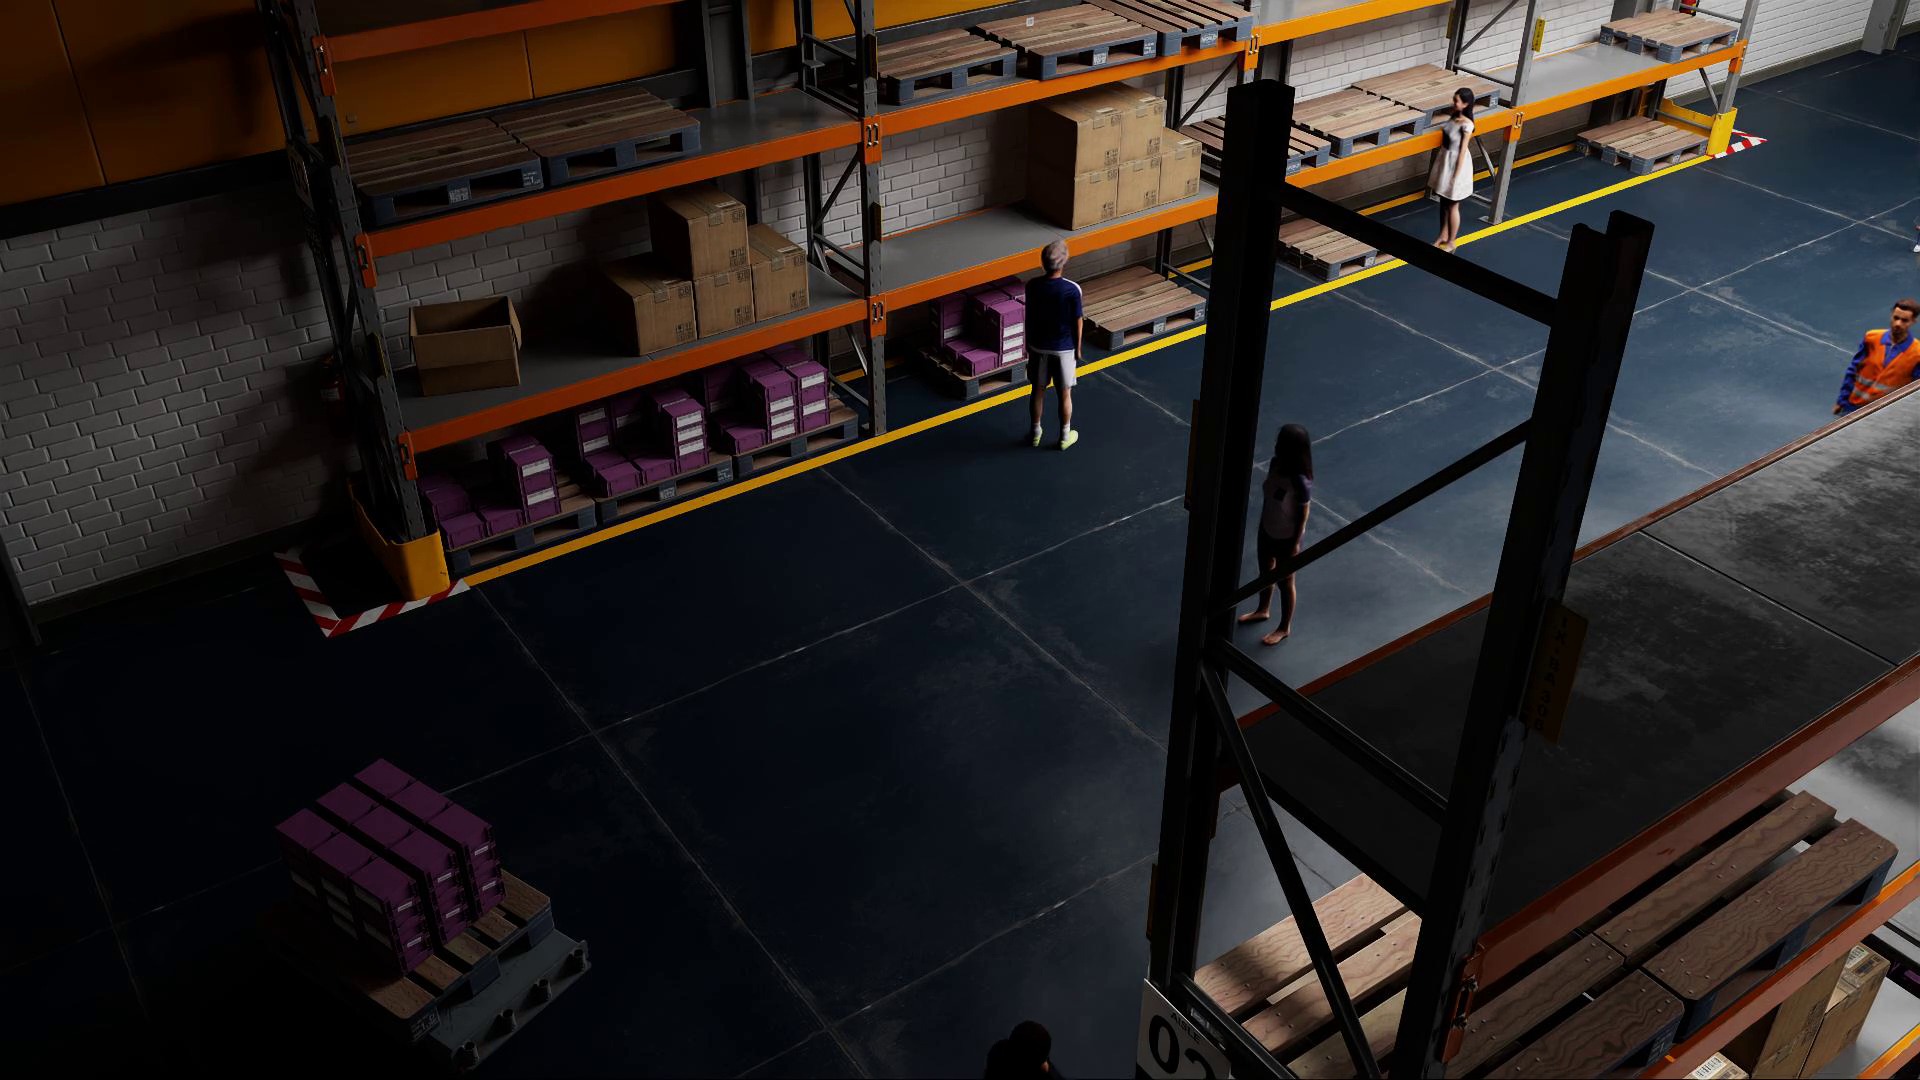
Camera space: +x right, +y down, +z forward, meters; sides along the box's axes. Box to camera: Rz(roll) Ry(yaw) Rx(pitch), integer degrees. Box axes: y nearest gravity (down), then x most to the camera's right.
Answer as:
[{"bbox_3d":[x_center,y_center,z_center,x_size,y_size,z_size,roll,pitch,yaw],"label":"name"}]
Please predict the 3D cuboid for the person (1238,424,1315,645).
[{"bbox_3d":[2.235,-0.067,11.522,0.585,1.707,0.633,-14,36,-20],"label":"person"}]

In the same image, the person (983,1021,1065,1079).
[{"bbox_3d":[0.364,2.663,7.320,1.132,1.812,0.726,-23,40,-30],"label":"person"}]

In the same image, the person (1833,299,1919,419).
[{"bbox_3d":[7.014,-1.004,12.790,0.757,1.864,0.710,24,40,31],"label":"person"}]

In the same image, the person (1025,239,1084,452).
[{"bbox_3d":[0.765,-1.602,13.713,0.721,1.838,0.763,8,35,12],"label":"person"}]

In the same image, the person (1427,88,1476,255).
[{"bbox_3d":[5.039,-3.760,17.022,0.790,1.769,0.771,-4,34,-6],"label":"person"}]
